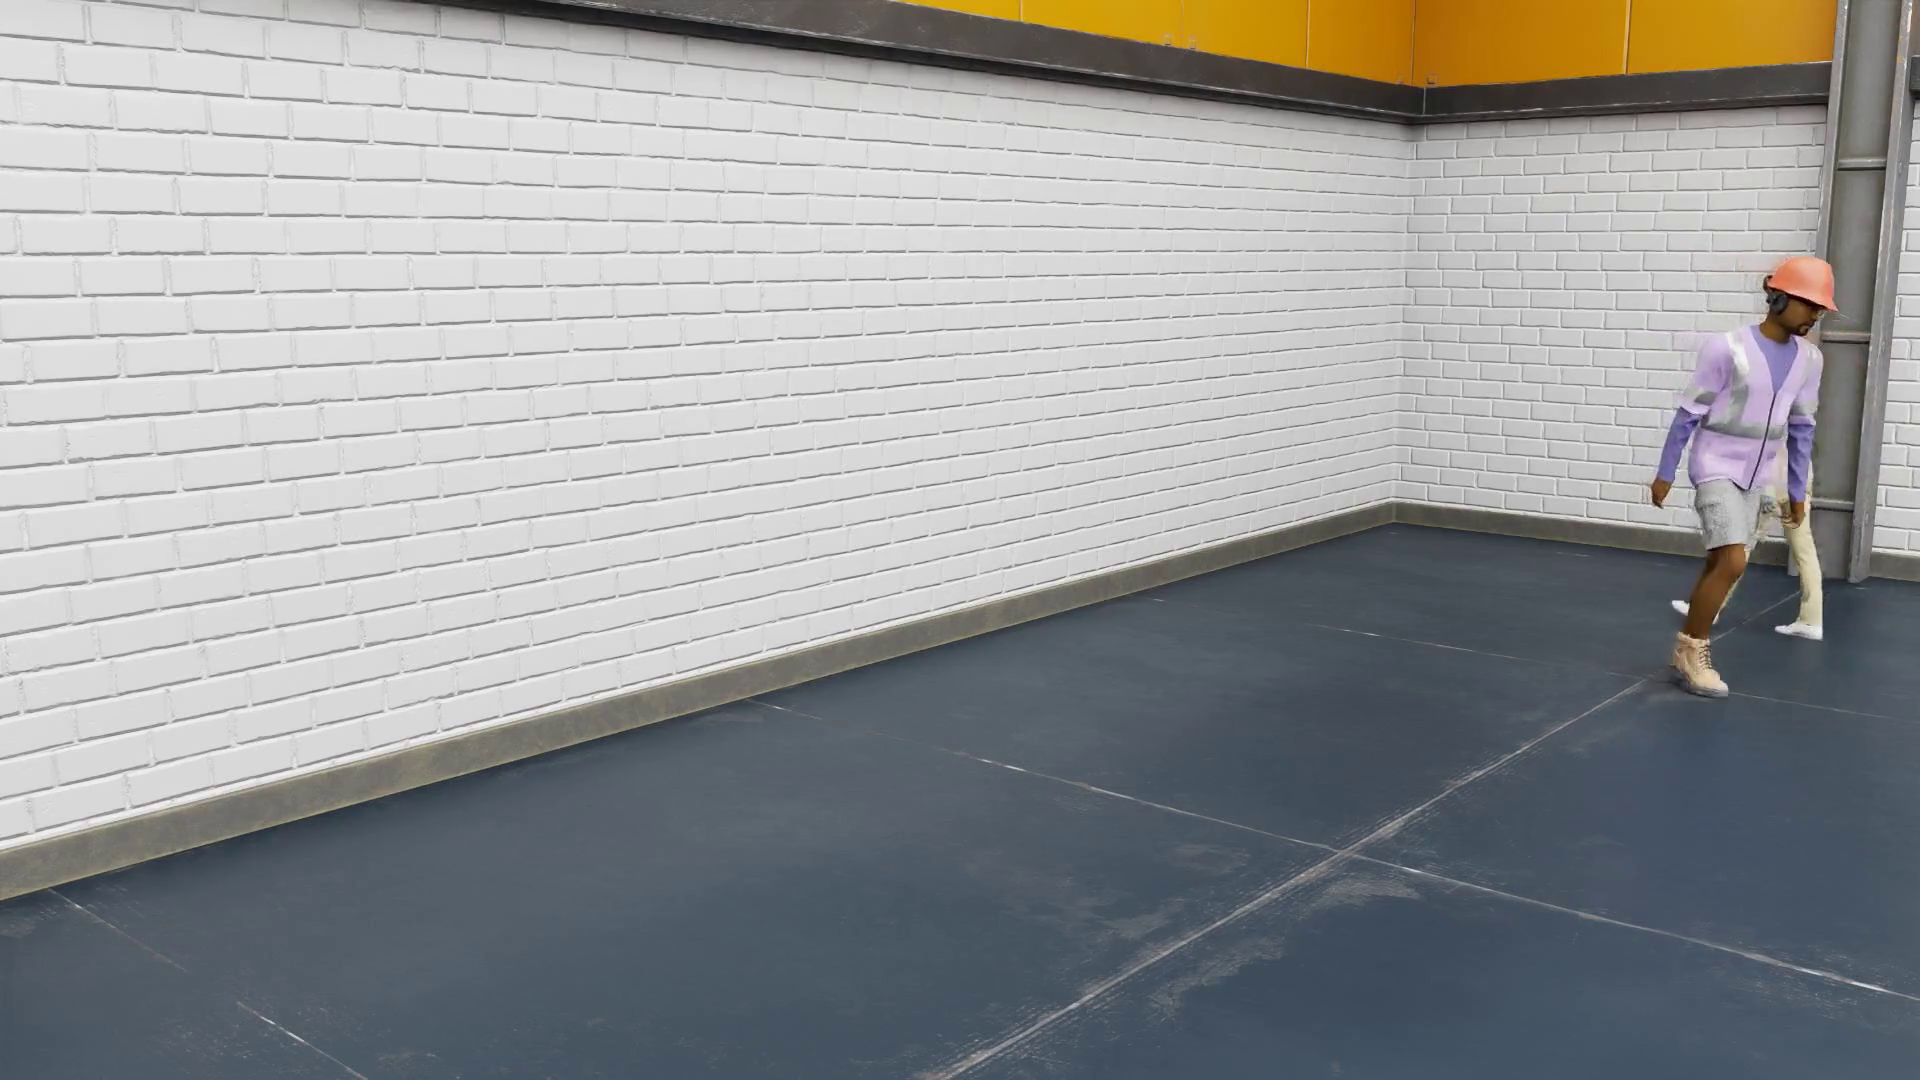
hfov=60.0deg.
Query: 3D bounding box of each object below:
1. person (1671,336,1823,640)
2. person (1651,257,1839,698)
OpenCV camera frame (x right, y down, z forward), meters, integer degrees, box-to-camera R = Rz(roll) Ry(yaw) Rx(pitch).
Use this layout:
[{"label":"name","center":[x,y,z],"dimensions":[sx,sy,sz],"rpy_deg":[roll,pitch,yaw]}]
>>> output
[{"label":"person","center":[4.219,-0.300,8.752],"dimensions":[0.528,1.596,0.808],"rpy_deg":[-7,12,-36]},{"label":"person","center":[3.530,-0.276,7.529],"dimensions":[0.645,1.978,0.702],"rpy_deg":[-4,11,-20]}]
